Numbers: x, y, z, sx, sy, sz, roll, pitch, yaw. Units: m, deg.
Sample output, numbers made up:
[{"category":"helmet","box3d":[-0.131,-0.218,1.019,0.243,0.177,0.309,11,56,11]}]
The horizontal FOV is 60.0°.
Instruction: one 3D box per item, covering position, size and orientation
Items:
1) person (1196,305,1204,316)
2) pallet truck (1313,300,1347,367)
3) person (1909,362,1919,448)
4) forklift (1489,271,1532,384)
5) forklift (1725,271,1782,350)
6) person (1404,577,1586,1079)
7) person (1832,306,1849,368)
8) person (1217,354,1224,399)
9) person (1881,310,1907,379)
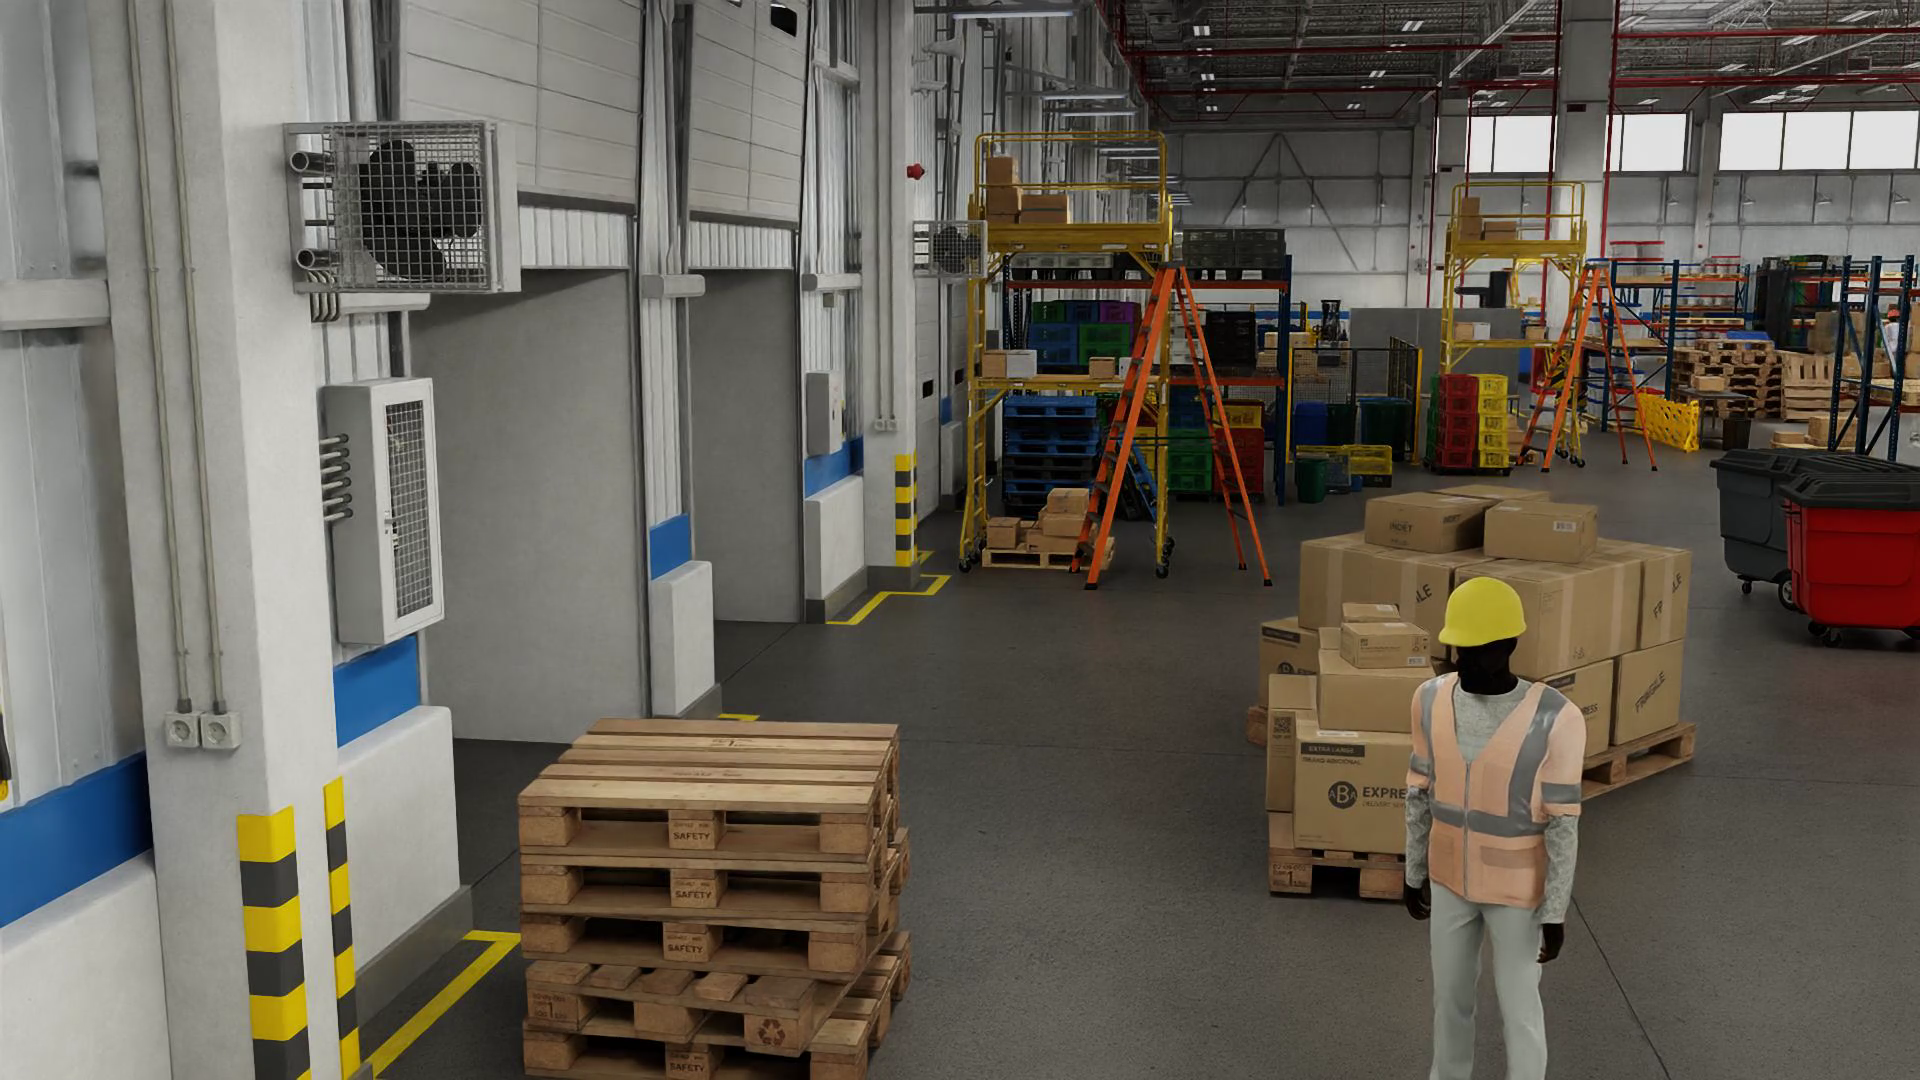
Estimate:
[{"category":"person","box3d":[6.381,-5.334,44.599,0.544,1.929,0.386,-7,12,-37]},{"category":"pallet truck","box3d":[11.159,-6.200,49.718,0.823,1.965,1.885,4,10,26]},{"category":"person","box3d":[15.571,-2.336,26.705,0.485,1.737,0.323,-3,10,-21]},{"category":"forklift","box3d":[13.426,-5.323,41.594,1.873,2.768,1.129,1,9,9]},{"category":"forklift","box3d":[23.231,-6.356,47.969,1.873,2.768,1.129,0,9,3]},{"category":"person","box3d":[1.631,1.059,5.203,0.398,1.918,0.587,-9,13,-43]},{"category":"person","box3d":[24.788,-5.705,46.915,0.594,1.919,0.662,0,9,-2]},{"category":"person","box3d":[5.531,-3.617,34.918,0.315,1.634,0.516,-3,10,-17]},{"category":"person","box3d":[22.526,-4.600,40.162,0.549,1.896,0.682,0,9,3]}]
